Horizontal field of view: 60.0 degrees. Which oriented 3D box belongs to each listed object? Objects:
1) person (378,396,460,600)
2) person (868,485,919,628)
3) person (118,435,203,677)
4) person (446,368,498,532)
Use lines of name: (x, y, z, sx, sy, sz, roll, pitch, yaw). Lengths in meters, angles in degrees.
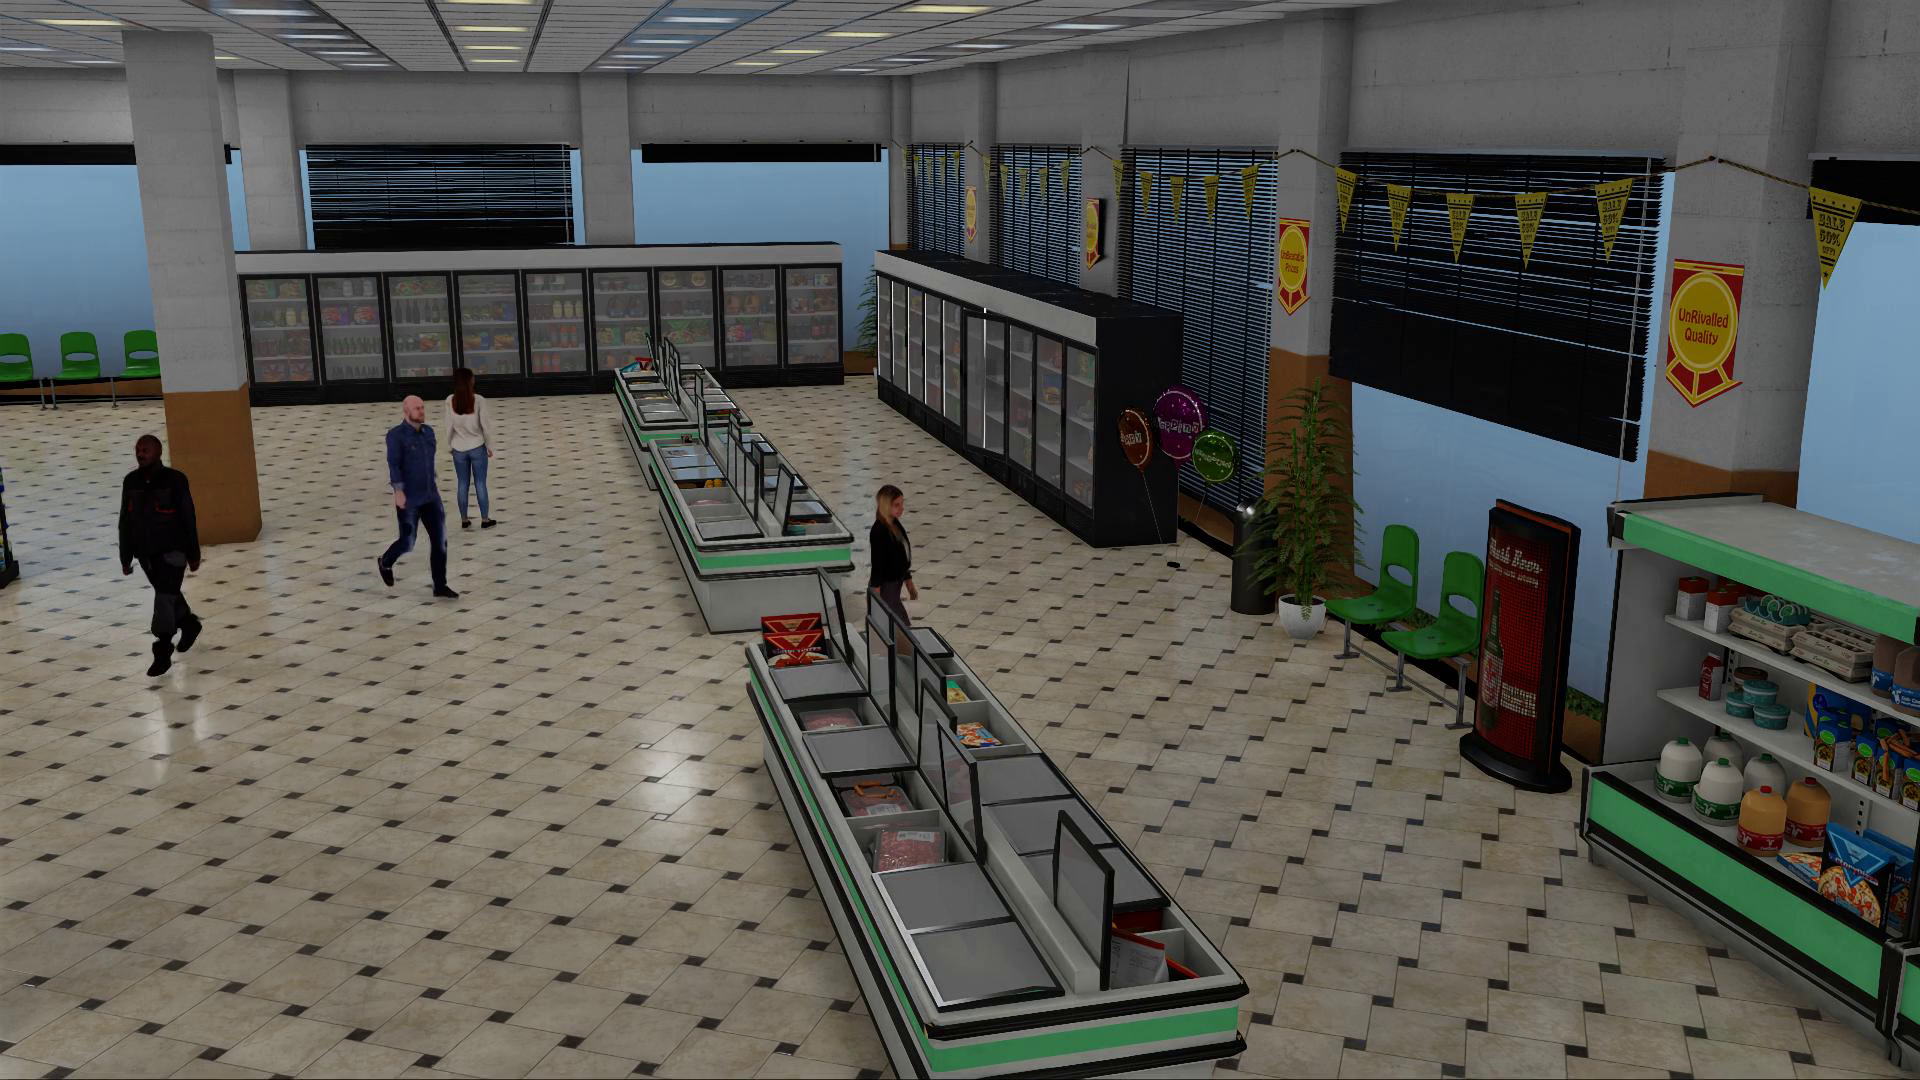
person: (-4.834, -0.360, 14.647, 1.183, 1.804, 1.120, 7, 15, 28)
person: (-0.617, 0.417, 11.786, 0.866, 1.641, 0.867, 1, 14, 3)
person: (-6.143, 0.066, 12.903, 0.943, 1.798, 1.311, 1, 14, 2)
person: (-5.101, -0.948, 17.309, 0.685, 1.692, 0.654, 1, 14, 2)
